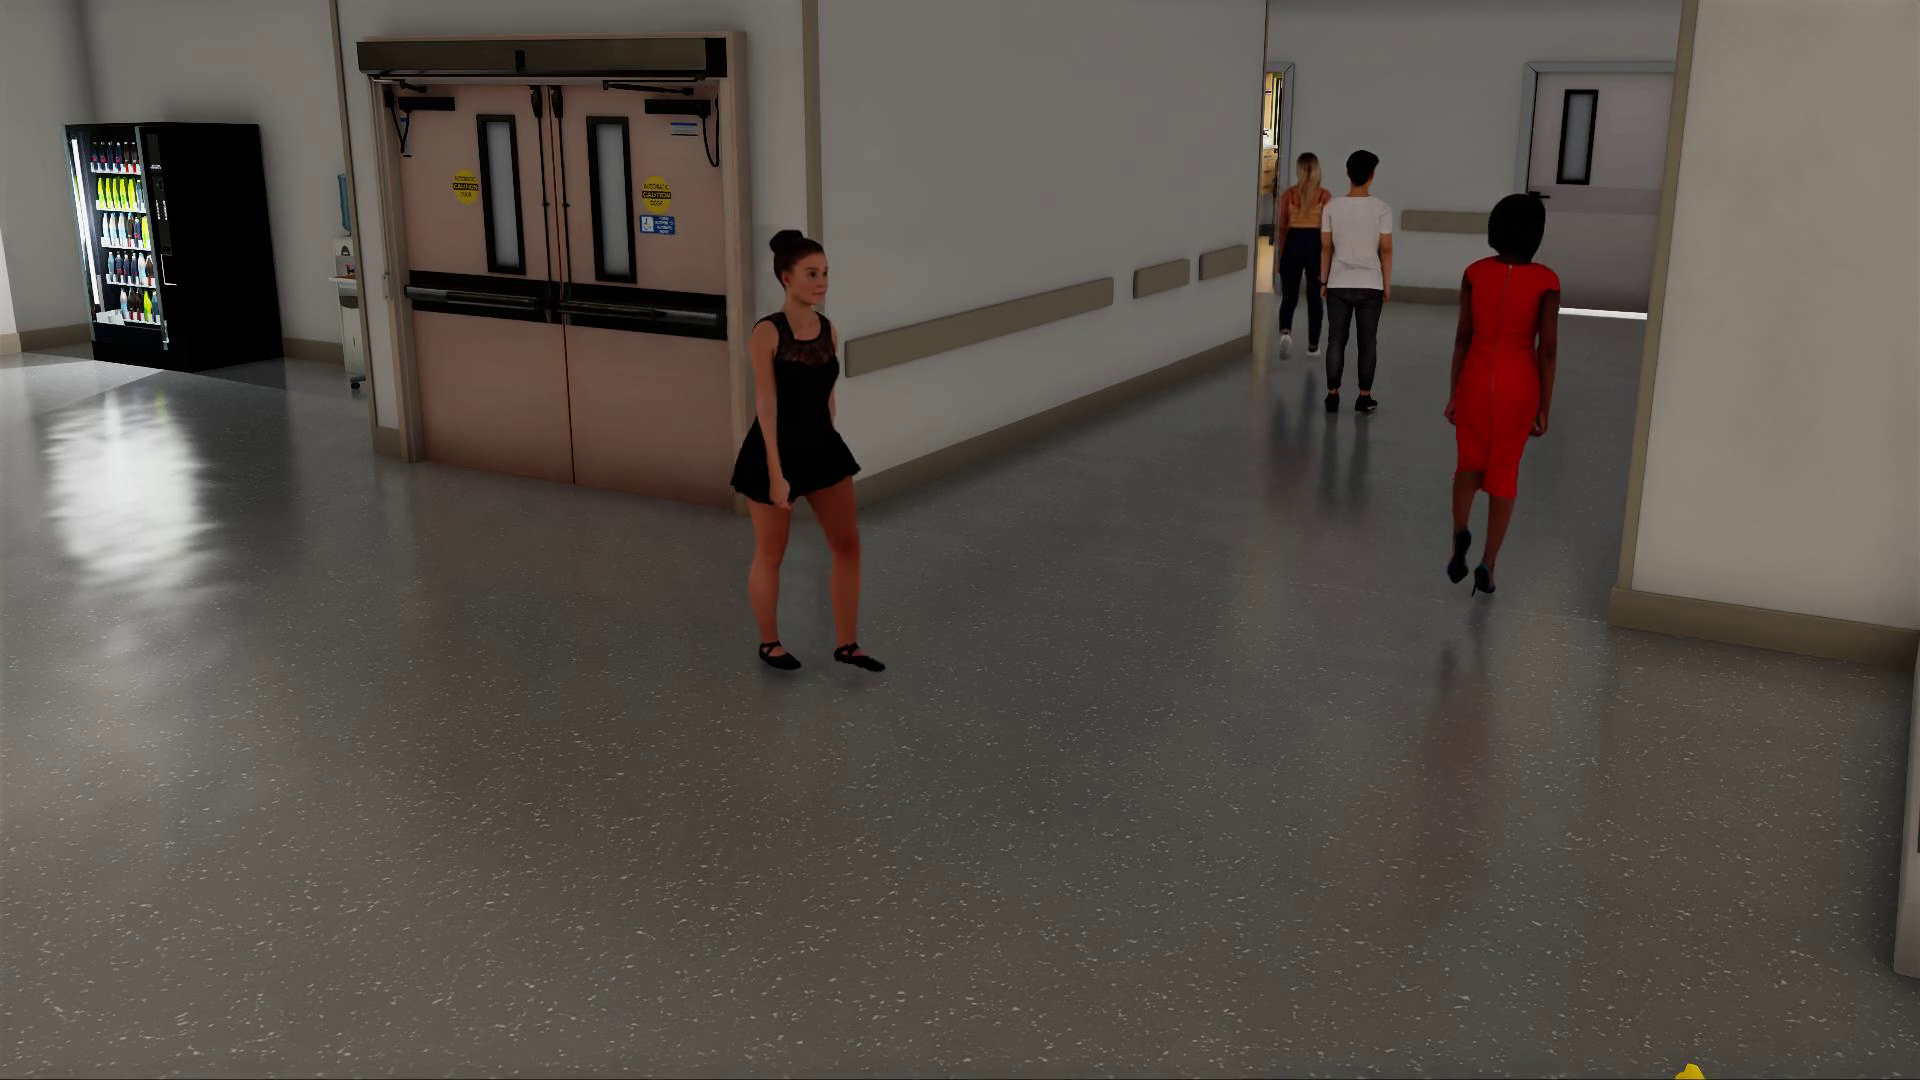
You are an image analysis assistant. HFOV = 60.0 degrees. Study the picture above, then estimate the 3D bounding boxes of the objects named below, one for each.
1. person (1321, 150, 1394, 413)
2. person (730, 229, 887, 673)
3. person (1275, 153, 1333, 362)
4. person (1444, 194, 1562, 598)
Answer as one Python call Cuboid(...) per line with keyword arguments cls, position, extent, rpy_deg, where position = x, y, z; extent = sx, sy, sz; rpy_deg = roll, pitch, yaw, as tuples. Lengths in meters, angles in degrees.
Cuboid(cls="person", position=(2.634, -1.729, 11.100), extent=(0.521, 1.722, 0.714), rpy_deg=(6, 17, 20))
Cuboid(cls="person", position=(-0.675, -0.308, 6.232), extent=(0.731, 1.660, 0.866), rpy_deg=(-13, 20, -38))
Cuboid(cls="person", position=(2.645, -2.172, 12.946), extent=(1.003, 1.605, 0.807), rpy_deg=(6, 17, 19))
Cuboid(cls="person", position=(2.242, -0.568, 7.018), extent=(0.662, 1.734, 0.644), rpy_deg=(9, 18, 29))
